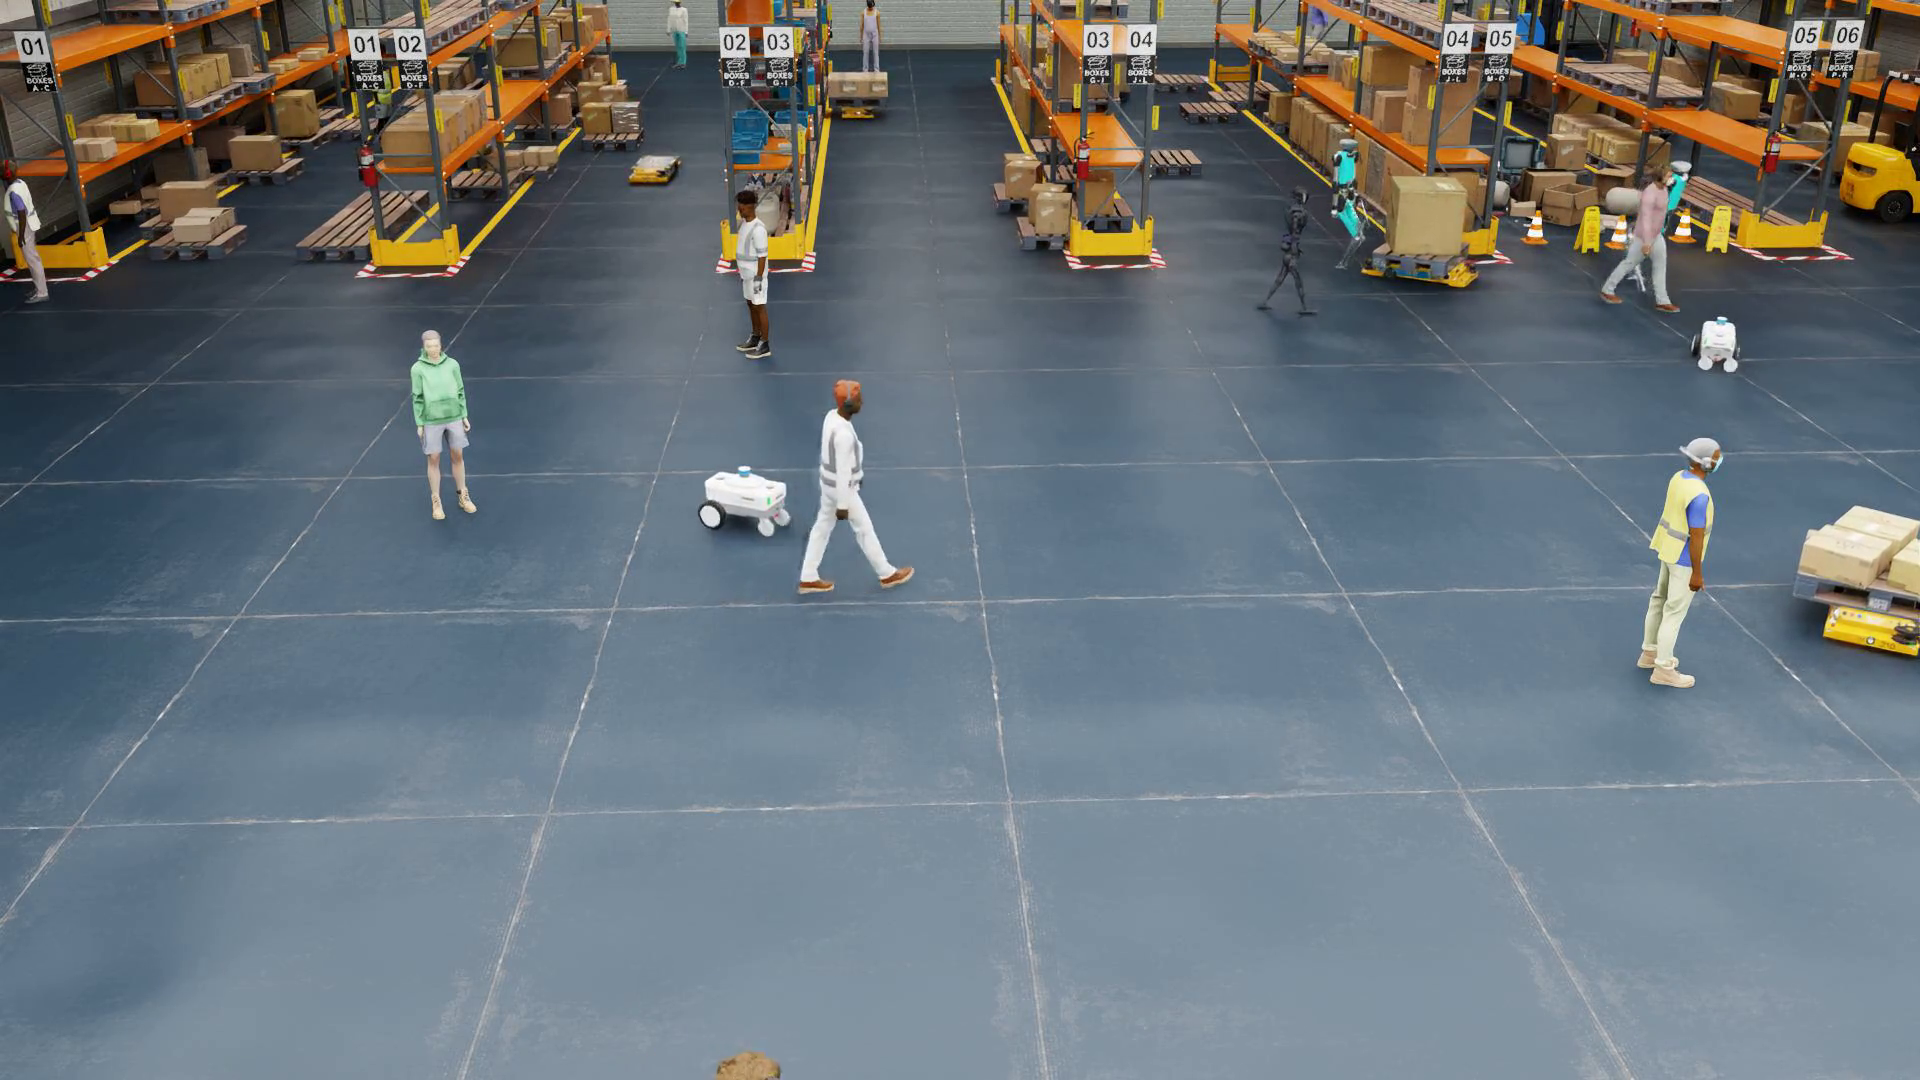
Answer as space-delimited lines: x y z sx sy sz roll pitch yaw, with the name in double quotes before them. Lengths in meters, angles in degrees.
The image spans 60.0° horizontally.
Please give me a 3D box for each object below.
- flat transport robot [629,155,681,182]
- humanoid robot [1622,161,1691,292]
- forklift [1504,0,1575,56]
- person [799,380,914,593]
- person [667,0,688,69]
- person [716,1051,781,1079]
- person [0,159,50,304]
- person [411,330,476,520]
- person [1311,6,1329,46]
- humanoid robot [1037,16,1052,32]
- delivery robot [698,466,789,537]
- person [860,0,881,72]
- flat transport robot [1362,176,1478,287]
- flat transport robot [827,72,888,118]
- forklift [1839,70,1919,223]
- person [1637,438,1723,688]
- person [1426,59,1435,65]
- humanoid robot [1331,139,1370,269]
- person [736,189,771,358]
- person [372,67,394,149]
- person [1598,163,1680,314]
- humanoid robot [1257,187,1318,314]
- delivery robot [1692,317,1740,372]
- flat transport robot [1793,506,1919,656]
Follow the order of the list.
"flat transport robot" -5.318 -6.489 29.052 0.659 0.231 1.431 0 24 1
"humanoid robot" 9.117 -4.163 22.093 0.536 1.796 0.855 -22 32 -40
"forklift" 14.700 -13.805 42.301 1.873 2.768 1.129 -1 24 -2
"person" -0.897 -0.429 13.514 0.976 1.831 0.592 -8 25 -17
"person" -6.843 -12.370 40.463 0.572 1.742 0.290 12 27 26
"person" -0.662 2.718 6.376 0.881 1.884 0.519 -3 24 -6
"person" -12.103 -3.998 21.517 0.391 1.846 0.563 -11 26 -23
"person" -4.683 -1.056 15.033 0.472 1.743 0.342 -14 28 -29
"person" 8.963 -12.831 41.484 0.962 1.751 0.612 -4 24 -8
"humanoid robot" 1.946 -12.827 41.561 0.909 1.824 0.576 22 32 40
"delivery robot" -1.926 -0.380 14.944 0.747 0.570 0.499 10 26 22
"person" -2.105 -11.822 39.075 0.509 1.863 0.373 0 24 0
"flat transport robot" 6.313 -3.715 22.820 1.431 0.231 0.659 14 27 28
"flat transport robot" -2.117 -8.993 34.680 0.659 0.231 1.431 -1 24 -2
"forklift" 15.132 -6.143 25.915 2.313 2.155 1.214 -1 24 -2
"person" 5.256 0.156 12.130 0.401 1.893 0.523 1 24 1
"person" 9.089 -8.847 32.452 0.635 1.800 0.881 -22 32 -40
"humanoid robot" 5.456 -4.620 23.066 0.543 1.807 0.647 -22 32 -40
"person" -2.422 -3.110 19.375 0.367 1.966 0.604 -11 26 -23
"person" -10.769 -8.174 31.081 0.317 1.695 0.539 6 25 12
"person" 8.744 -3.867 21.176 1.029 1.888 0.641 20 31 37
"humanoid robot" 4.197 -3.671 21.065 0.788 1.629 0.615 6 25 12
"delivery robot" 8.777 -2.289 19.252 0.510 0.585 0.743 10 26 21
"flat transport robot" 7.375 0.503 13.343 0.659 0.231 1.431 13 27 27
